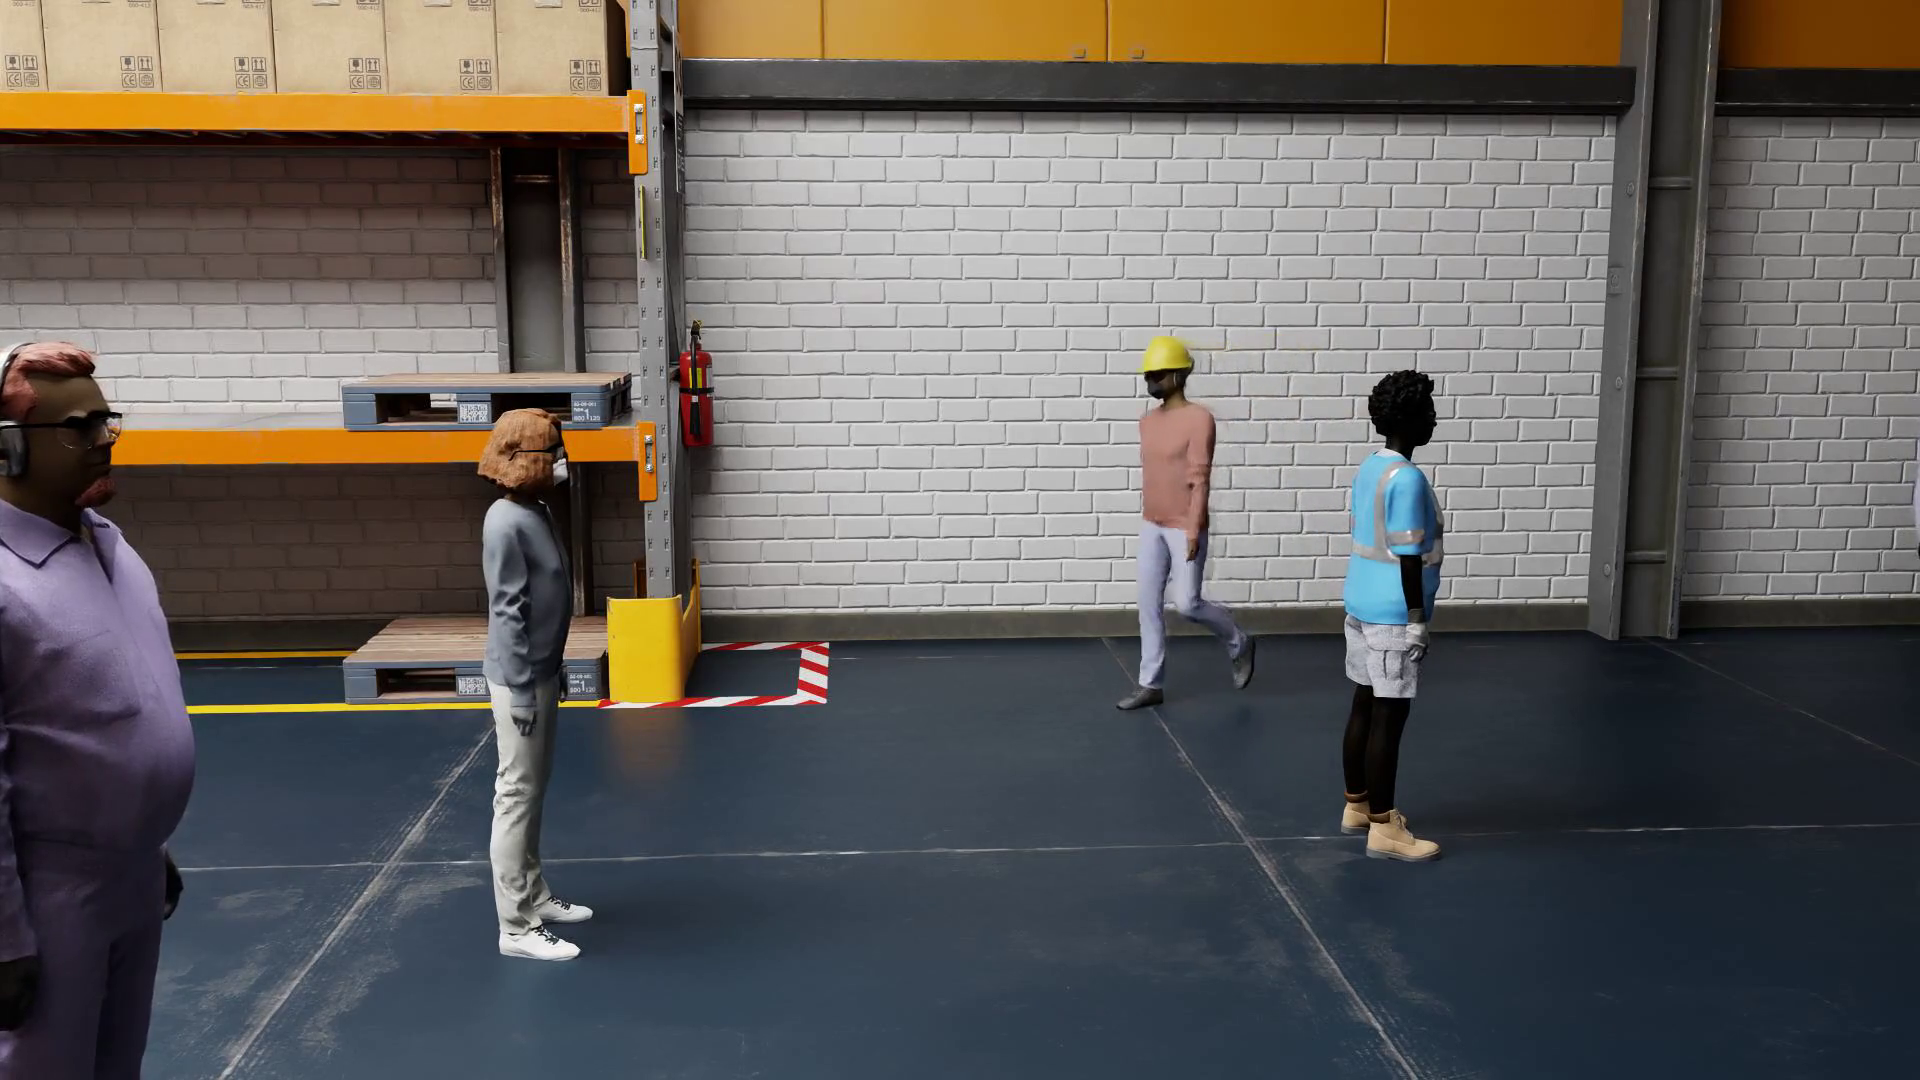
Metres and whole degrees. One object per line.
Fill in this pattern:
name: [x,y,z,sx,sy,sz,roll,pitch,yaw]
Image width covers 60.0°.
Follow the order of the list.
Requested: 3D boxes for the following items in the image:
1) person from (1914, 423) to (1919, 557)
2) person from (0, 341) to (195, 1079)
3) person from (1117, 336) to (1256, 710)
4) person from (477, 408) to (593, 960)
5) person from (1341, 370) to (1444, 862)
person: [4.517,-0.040,7.272,0.646,1.830,0.536,3,10,19]
person: [-1.574,0.605,2.977,0.407,1.910,0.639,-1,9,-3]
person: [1.054,-0.081,7.763,0.628,1.746,0.523,-6,11,-34]
person: [-1.276,0.421,4.986,0.279,1.634,0.499,-1,9,-3]
person: [1.515,0.256,5.822,0.320,1.697,0.532,-1,9,-3]
